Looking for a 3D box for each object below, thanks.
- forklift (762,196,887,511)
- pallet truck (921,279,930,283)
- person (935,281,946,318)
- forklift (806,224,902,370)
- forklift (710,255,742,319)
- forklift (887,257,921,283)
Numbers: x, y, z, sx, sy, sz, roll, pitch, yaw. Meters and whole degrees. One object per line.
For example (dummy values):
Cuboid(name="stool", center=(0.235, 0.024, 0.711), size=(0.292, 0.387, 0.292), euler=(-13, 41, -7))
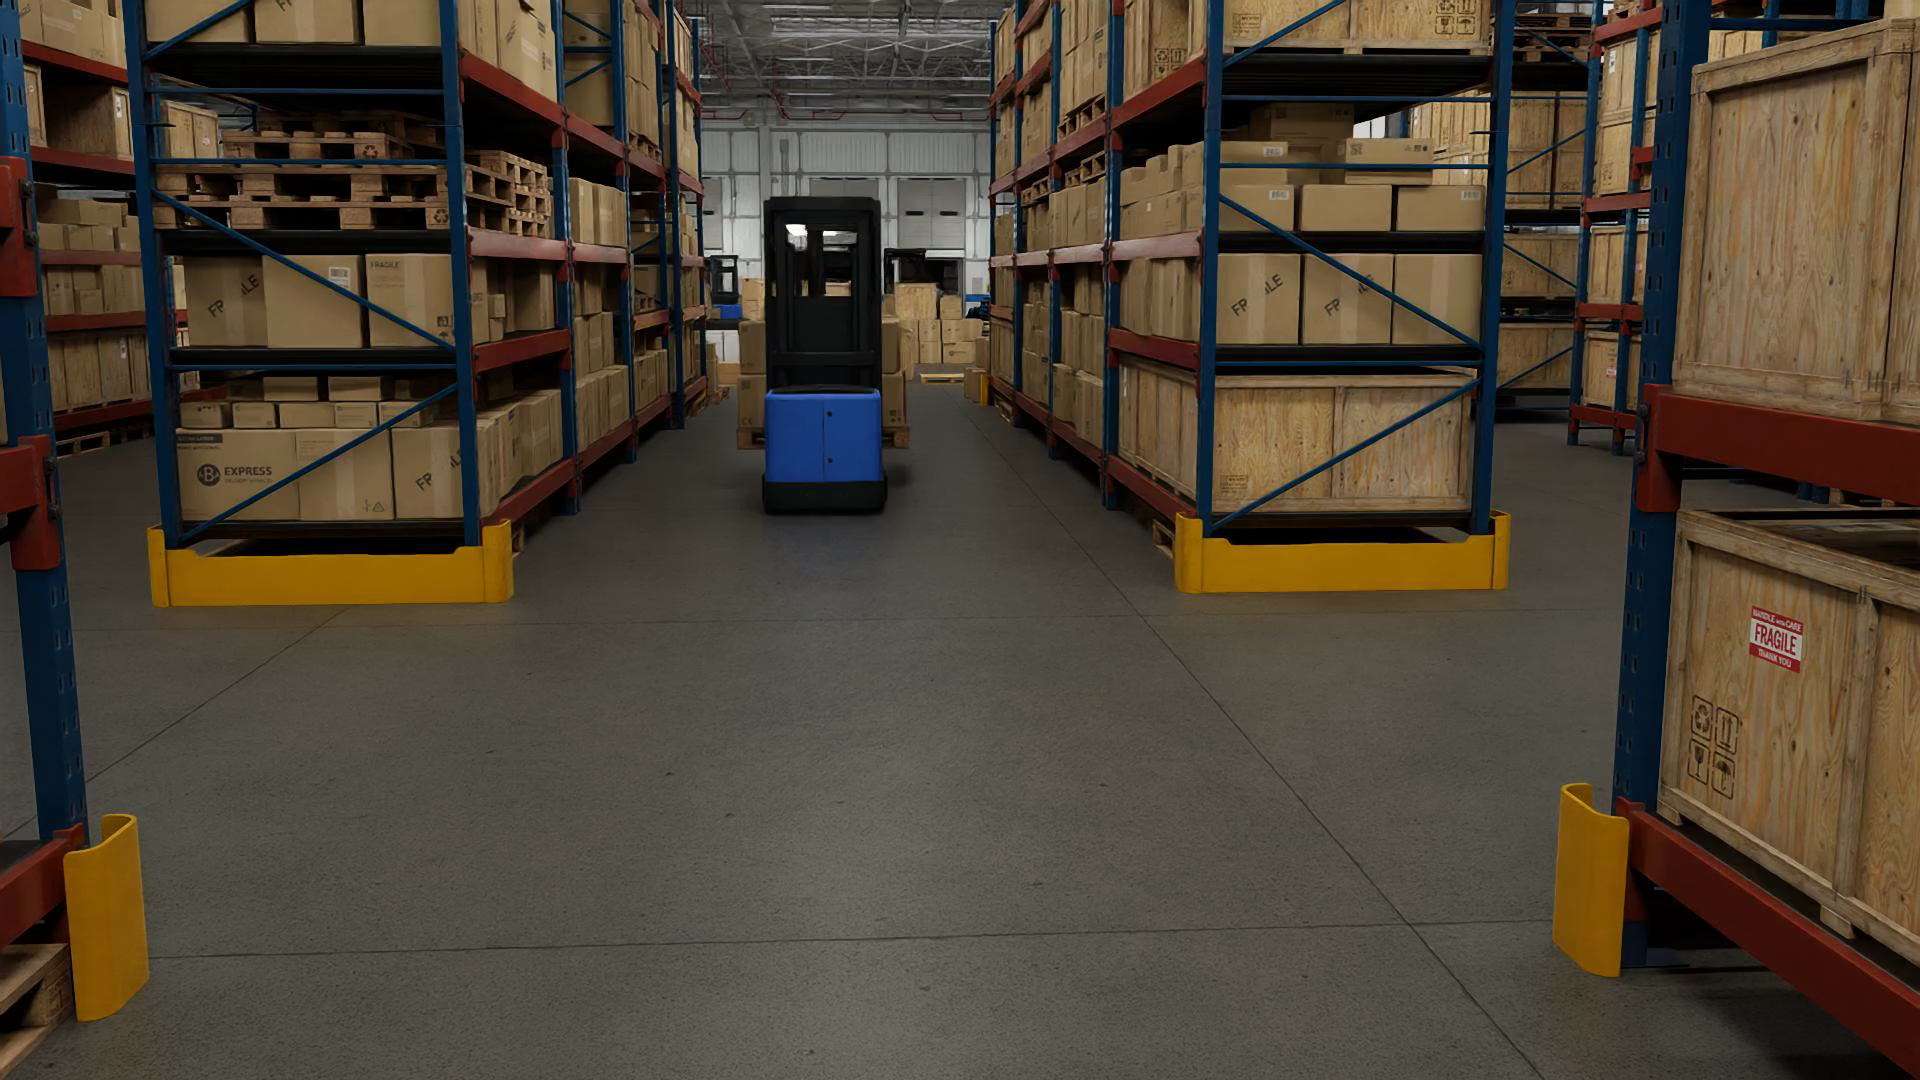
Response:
Cuboid(name="forklift", center=(-1.252, -1.741, 15.262), size=(1.129, 2.768, 1.873), euler=(-1, 9, -4))
Cuboid(name="pallet truck", center=(-0.932, -8.922, 63.114), size=(1.885, 1.965, 0.823), euler=(2, 9, 13))
Cuboid(name="person", center=(-0.814, -7.965, 57.327), size=(0.646, 1.923, 0.521), euler=(2, 9, 13))
Cuboid(name="forklift", center=(-1.664, -3.050, 23.480), size=(1.129, 2.768, 1.873), euler=(-5, 10, -29))
Cuboid(name="forklift", center=(-8.274, -8.634, 58.542), size=(1.129, 2.768, 1.873), euler=(-3, 10, -19))
Cuboid(name="forklift", center=(-1.481, -6.339, 44.133), size=(1.129, 2.768, 1.873), euler=(-1, 9, -4))
